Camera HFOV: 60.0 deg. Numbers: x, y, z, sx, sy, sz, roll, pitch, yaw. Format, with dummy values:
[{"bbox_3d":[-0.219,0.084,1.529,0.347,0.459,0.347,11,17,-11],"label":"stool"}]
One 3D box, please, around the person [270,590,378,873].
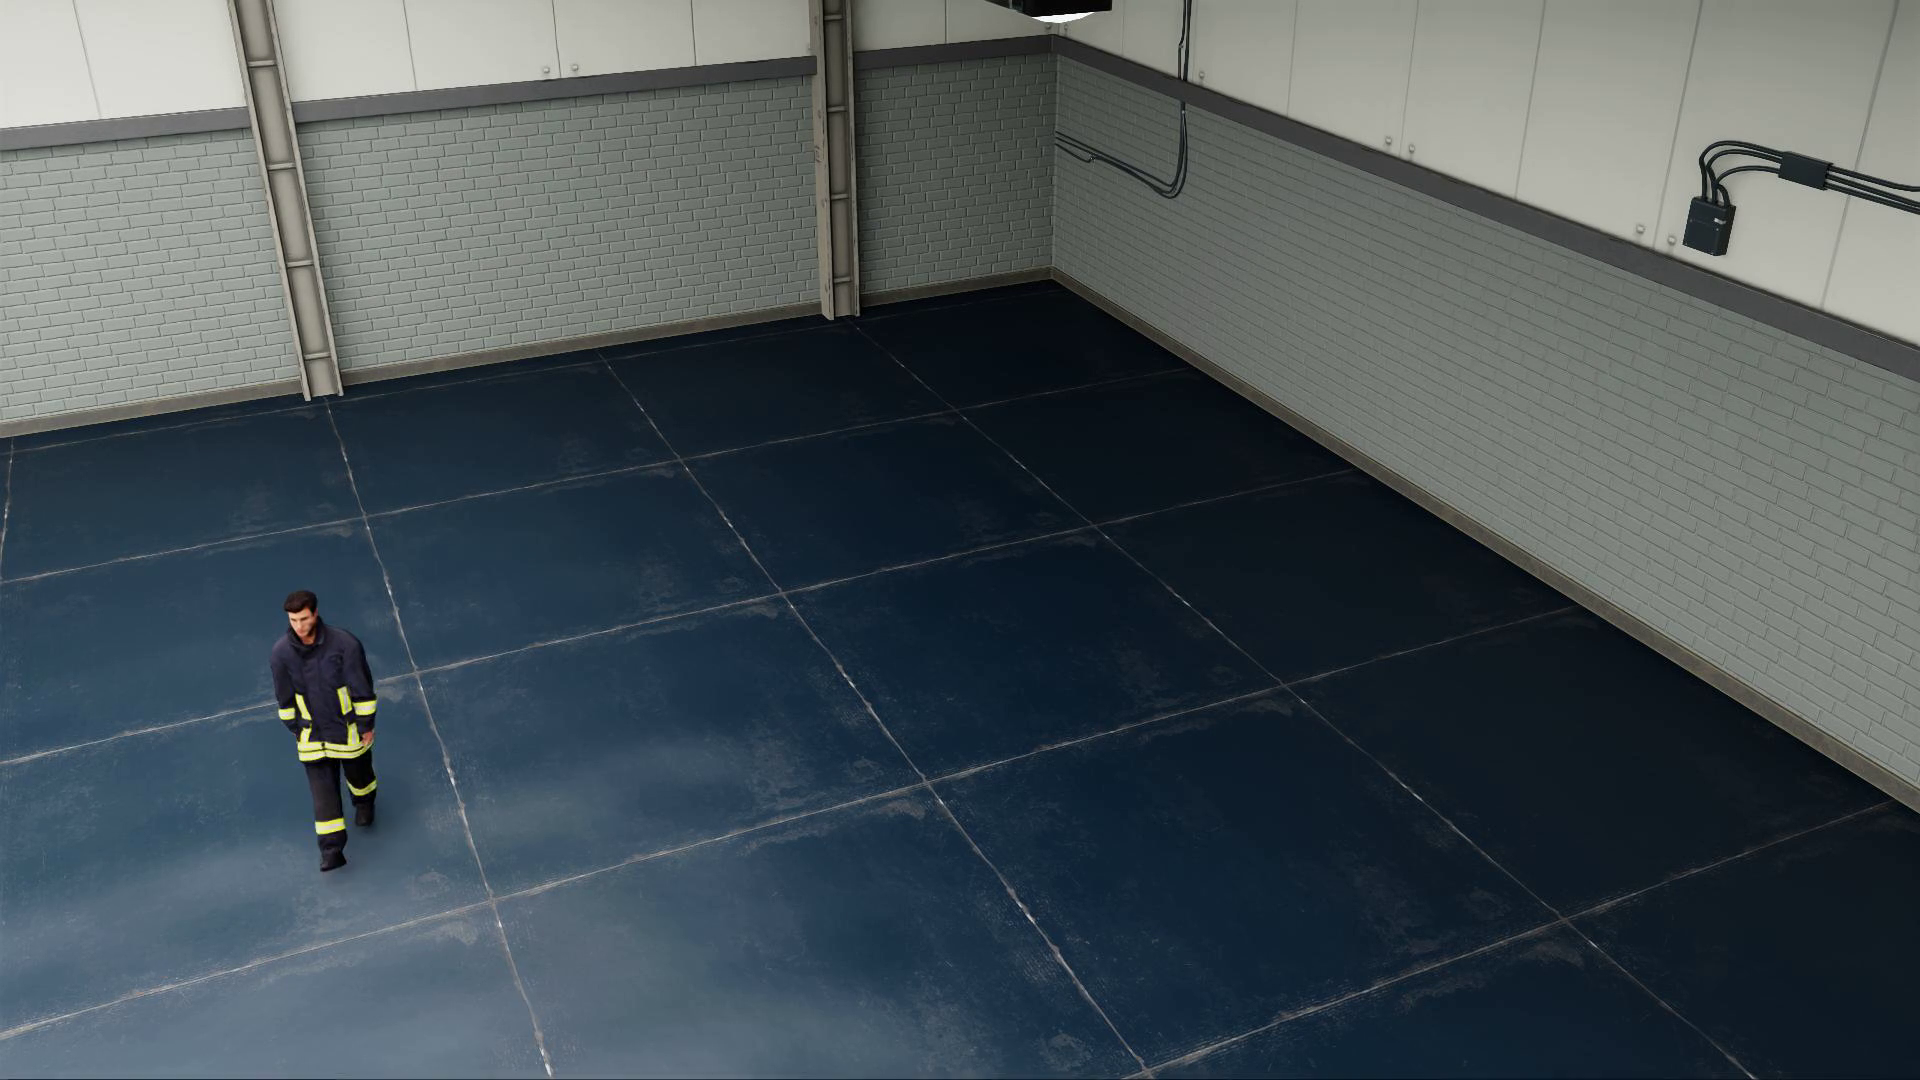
[{"bbox_3d":[-4.012,1.114,10.689,1.173,1.874,0.981,-7,28,-13],"label":"person"}]
